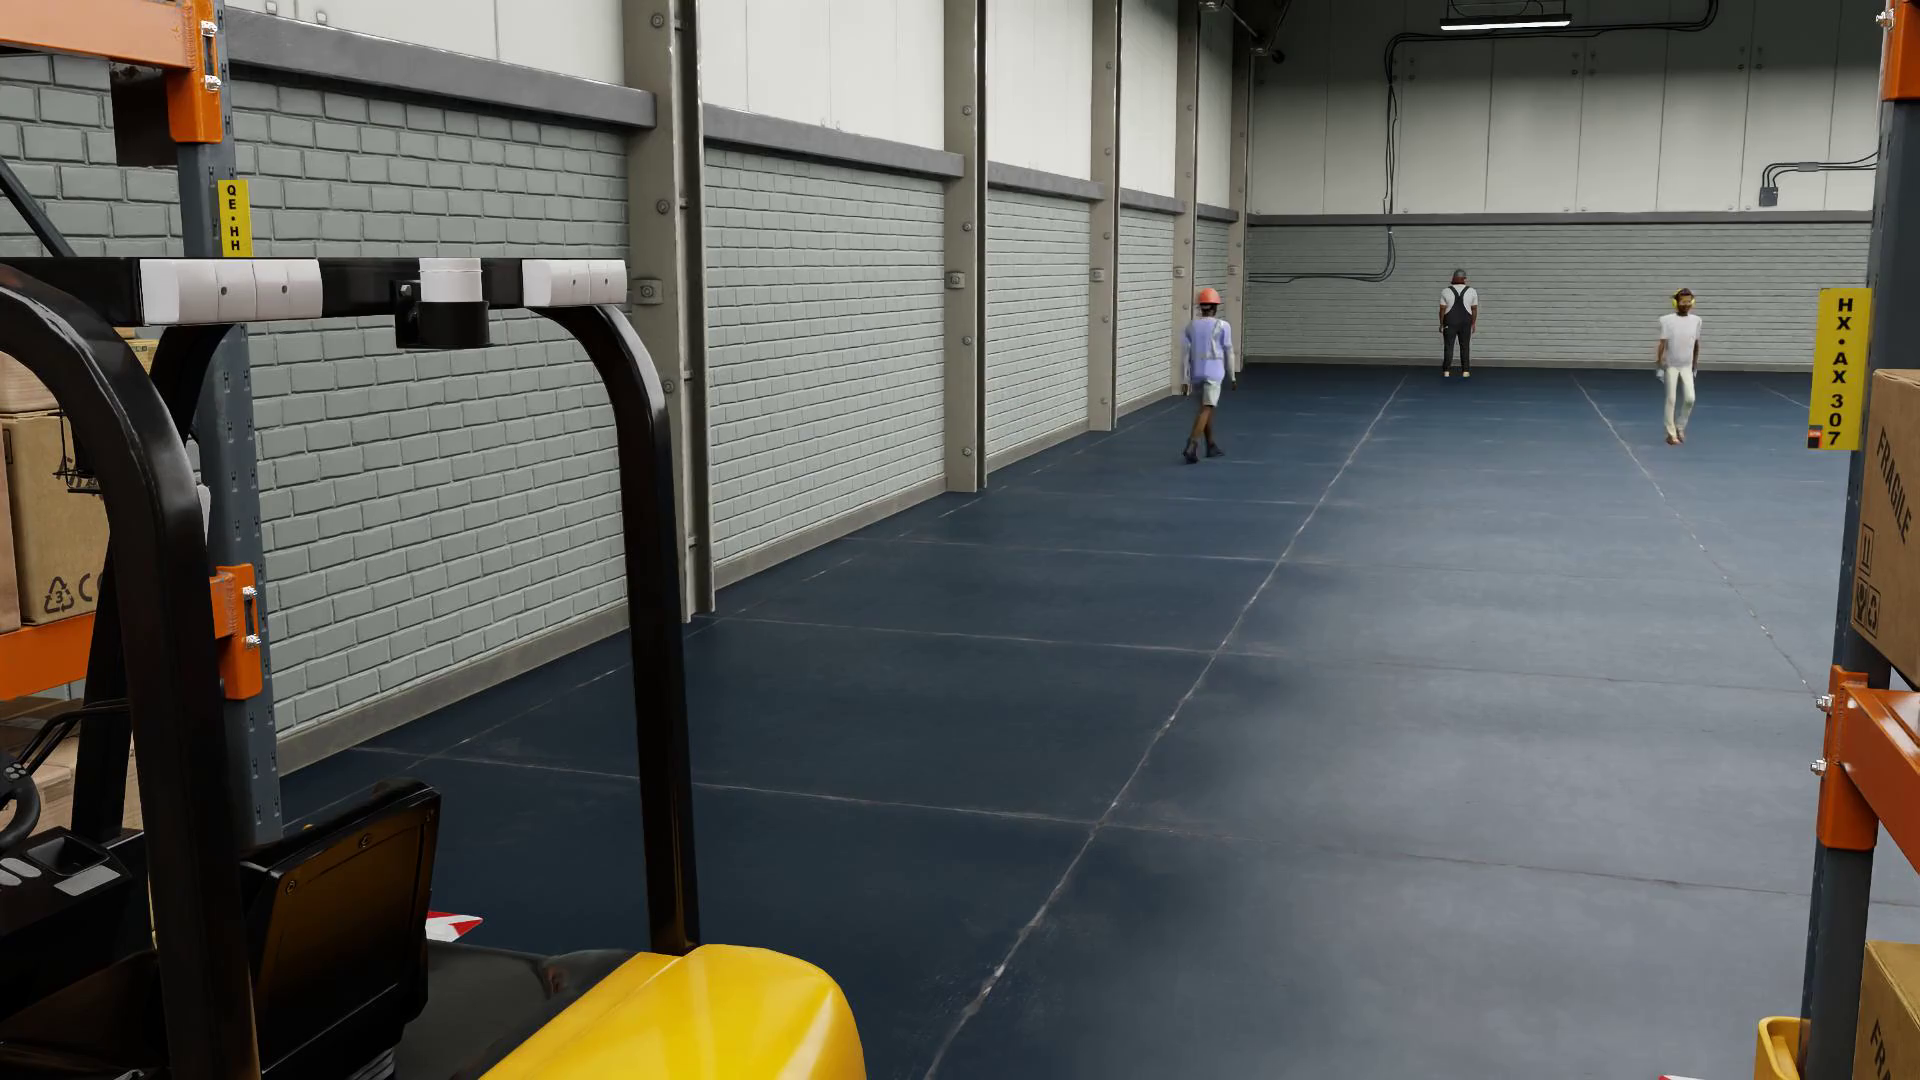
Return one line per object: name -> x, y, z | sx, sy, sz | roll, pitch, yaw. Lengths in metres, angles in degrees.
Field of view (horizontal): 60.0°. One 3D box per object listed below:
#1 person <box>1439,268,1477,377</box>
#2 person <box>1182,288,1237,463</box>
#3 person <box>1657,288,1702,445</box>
person -> 9.366, -4.095, 31.325 | 0.688, 2.000, 0.536 | 2, 10, 13
person -> 2.657, -1.794, 18.091 | 0.539, 1.898, 1.001 | 8, 12, 40
person -> 8.460, -2.032, 19.592 | 0.525, 1.852, 0.430 | 1, 10, 5
